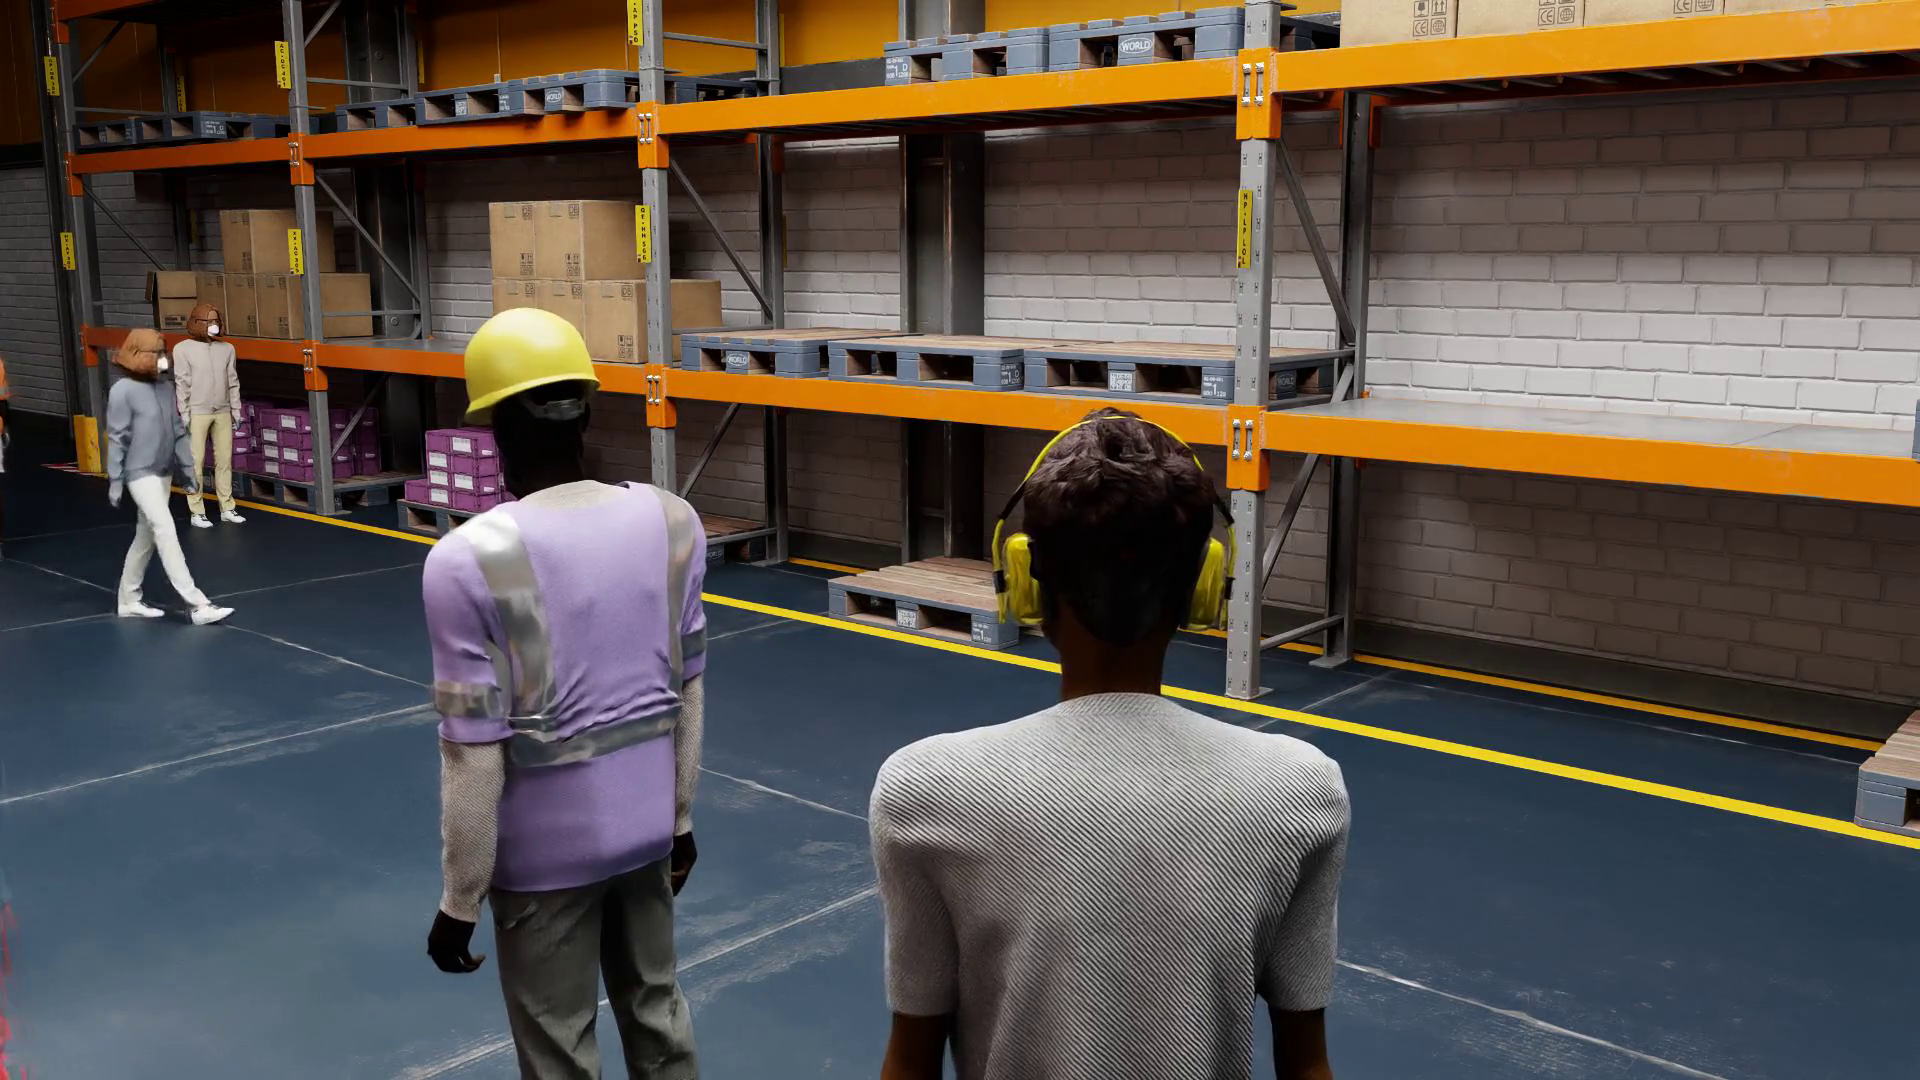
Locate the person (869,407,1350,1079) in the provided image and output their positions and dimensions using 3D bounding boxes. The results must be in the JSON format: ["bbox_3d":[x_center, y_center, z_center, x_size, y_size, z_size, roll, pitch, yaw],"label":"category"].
[{"bbox_3d":[0.145,0.794,1.785,0.512,1.861,0.314,-1,10,-7],"label":"person"}]

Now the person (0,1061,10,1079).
[{"bbox_3d":[-1.938,0.692,2.766,0.789,1.718,0.609,-4,11,-19],"label":"person"}]

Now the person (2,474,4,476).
[{"bbox_3d":[-8.736,-1.473,14.551,0.410,1.909,0.643,4,11,24],"label":"person"}]

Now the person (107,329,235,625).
[{"bbox_3d":[-4.287,-0.334,8.953,0.781,1.590,0.520,1,10,7],"label":"person"}]

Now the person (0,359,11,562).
[{"bbox_3d":[-6.455,-0.689,10.804,0.545,1.643,0.890,-9,13,-41],"label":"person"}]

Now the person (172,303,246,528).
[{"bbox_3d":[-5.475,-0.908,12.138,0.277,1.629,0.496,7,12,33],"label":"person"}]

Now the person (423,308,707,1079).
[{"bbox_3d":[-0.716,0.542,3.048,0.387,1.916,0.585,8,13,38],"label":"person"}]
